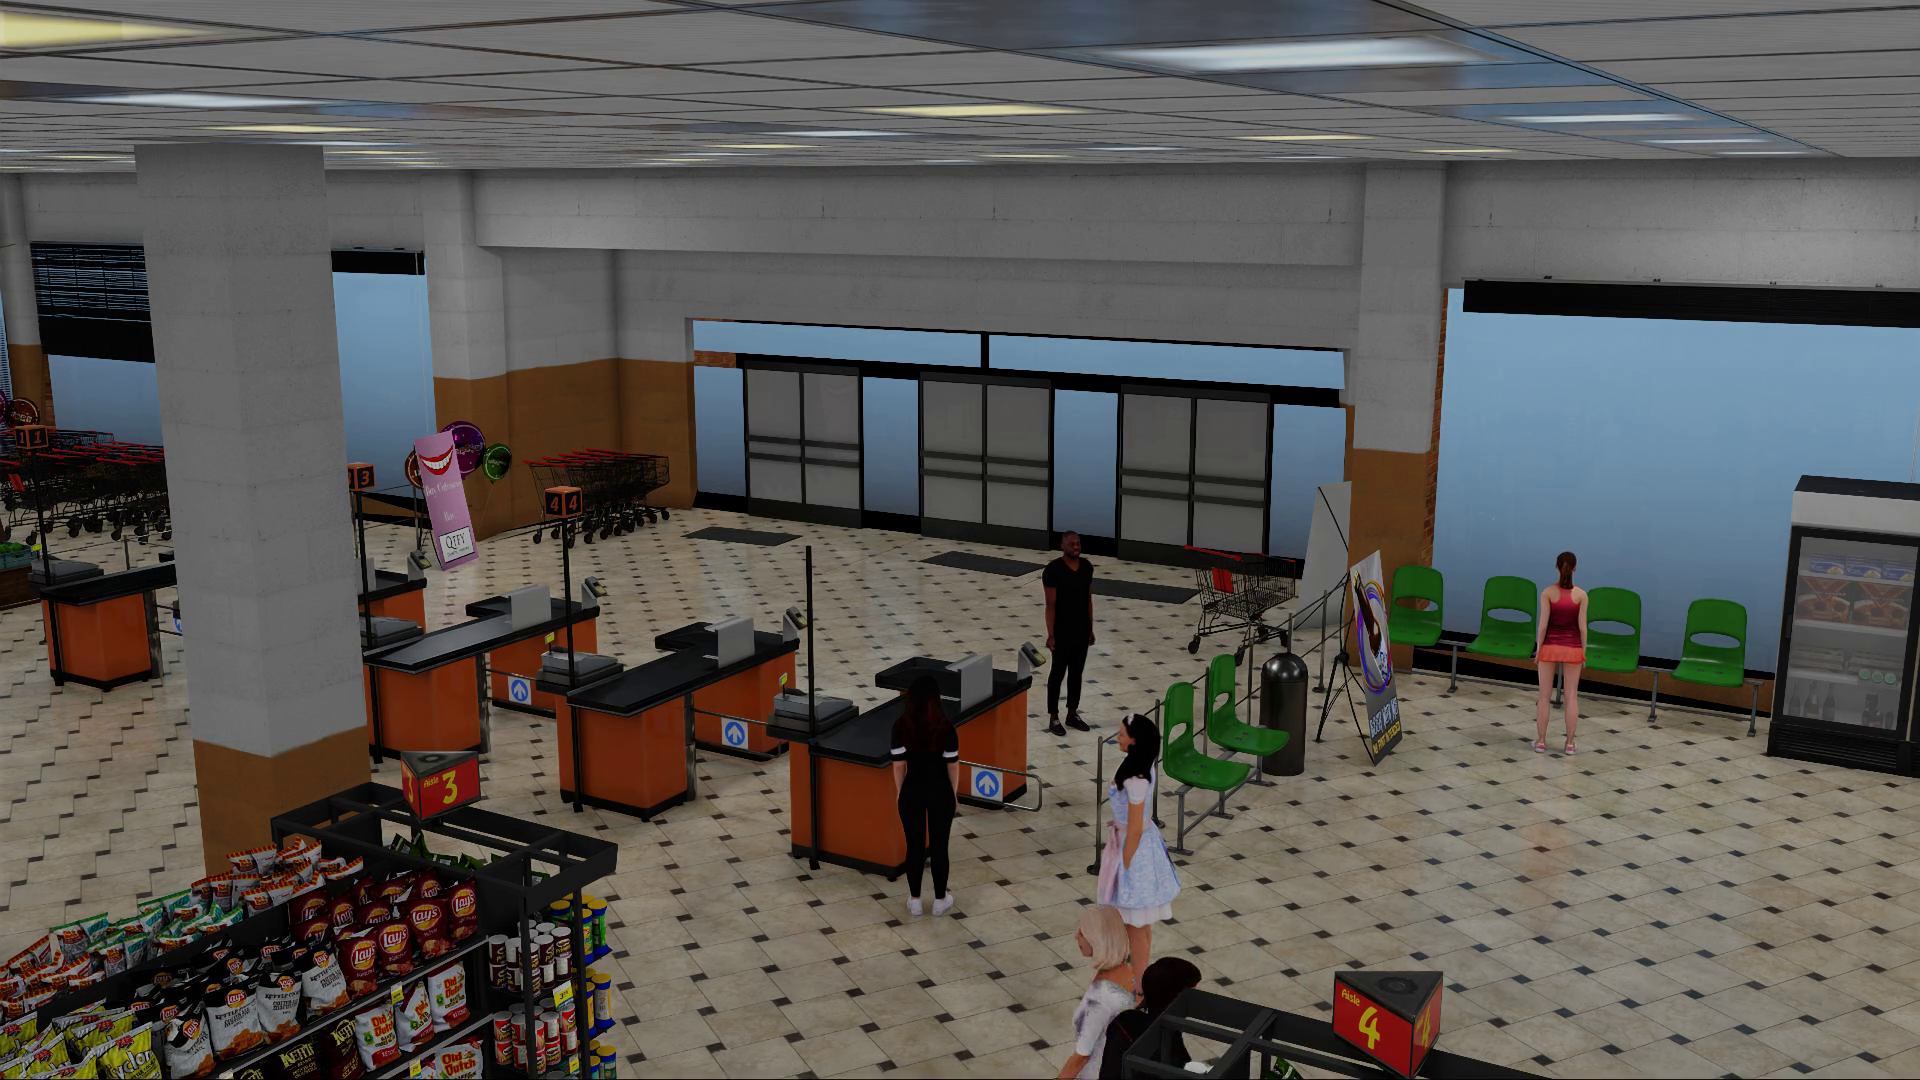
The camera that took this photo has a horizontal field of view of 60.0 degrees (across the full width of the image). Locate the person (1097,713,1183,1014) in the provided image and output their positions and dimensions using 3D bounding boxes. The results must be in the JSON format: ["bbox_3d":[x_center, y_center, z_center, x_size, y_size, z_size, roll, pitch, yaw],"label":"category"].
[{"bbox_3d":[1.011,1.876,9.631,0.862,1.818,0.777,2,12,10],"label":"person"}]

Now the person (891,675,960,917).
[{"bbox_3d":[-0.223,1.682,10.986,0.696,1.639,0.714,1,12,5],"label":"person"}]

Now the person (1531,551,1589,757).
[{"bbox_3d":[5.110,0.953,14.171,0.620,1.752,0.611,3,12,14],"label":"person"}]

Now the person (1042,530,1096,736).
[{"bbox_3d":[0.966,0.803,14.725,0.672,1.818,0.806,-7,14,-30],"label":"person"}]

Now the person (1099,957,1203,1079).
[{"bbox_3d":[0.647,2.534,6.571,1.310,1.791,1.044,-9,15,-36],"label":"person"}]

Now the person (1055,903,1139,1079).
[{"bbox_3d":[0.728,2.448,7.225,0.899,1.690,1.114,2,12,10],"label":"person"}]
